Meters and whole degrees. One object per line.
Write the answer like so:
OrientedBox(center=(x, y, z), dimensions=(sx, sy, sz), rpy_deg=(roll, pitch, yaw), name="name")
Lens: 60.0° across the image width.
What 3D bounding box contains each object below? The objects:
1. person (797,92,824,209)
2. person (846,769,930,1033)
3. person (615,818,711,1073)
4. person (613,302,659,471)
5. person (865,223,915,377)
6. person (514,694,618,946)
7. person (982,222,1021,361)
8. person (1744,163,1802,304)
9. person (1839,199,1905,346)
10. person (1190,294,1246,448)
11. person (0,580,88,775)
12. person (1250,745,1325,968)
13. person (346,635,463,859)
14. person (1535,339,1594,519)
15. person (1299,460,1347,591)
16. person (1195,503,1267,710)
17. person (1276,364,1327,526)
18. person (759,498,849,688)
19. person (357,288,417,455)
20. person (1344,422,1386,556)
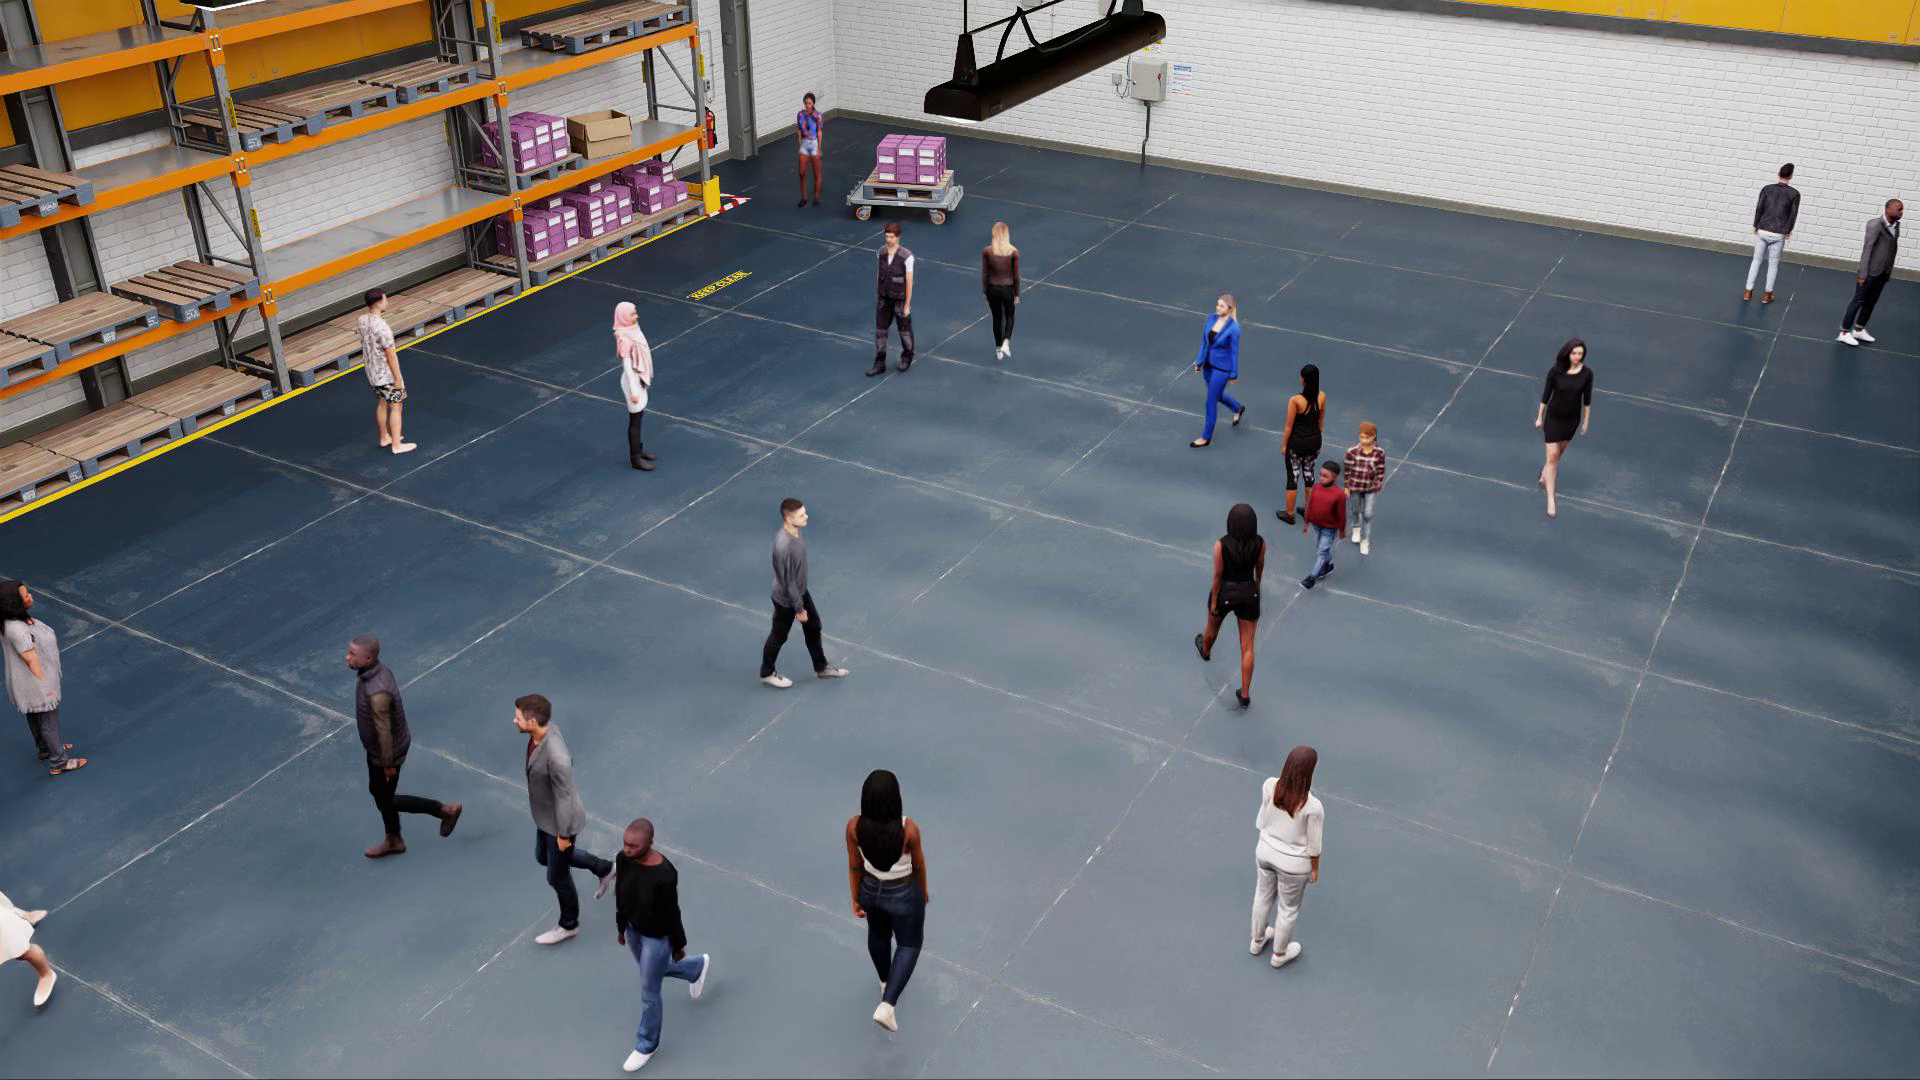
OrientedBox(center=(-2.224, -5.945, 25.280), dimensions=(0.711, 1.730, 0.814), rpy_deg=(7, 29, 12), name="person")
OrientedBox(center=(-0.452, 2.240, 10.213), dimensions=(0.767, 1.789, 1.051), rpy_deg=(8, 30, 14), name="person")
OrientedBox(center=(-1.828, 2.342, 10.089), dimensions=(0.638, 1.729, 1.048), rpy_deg=(17, 33, 28), name="person")
OrientedBox(center=(-3.385, -1.611, 17.258), dimensions=(0.786, 1.803, 0.685), rpy_deg=(0, 29, 1), name="person")
OrientedBox(center=(-0.704, -2.848, 19.500), dimensions=(0.673, 1.827, 0.933), rpy_deg=(14, 31, 23), name="person")
OrientedBox(center=(-2.580, 1.799, 10.957), dimensions=(1.080, 1.851, 0.969), rpy_deg=(-17, 33, -28), name="person")
OrientedBox(center=(0.470, -2.914, 19.765), dimensions=(0.762, 1.690, 0.849), rpy_deg=(3, 29, 6), name="person")
OrientedBox(center=(10.539, -3.986, 21.578), dimensions=(0.675, 1.836, 0.584), rpy_deg=(20, 34, 32), name="person")
OrientedBox(center=(11.158, -3.297, 20.336), dimensions=(0.745, 1.814, 0.859), rpy_deg=(-13, 31, -22), name="person")
OrientedBox(center=(2.827, -1.839, 17.808), dimensions=(1.169, 1.677, 0.926), rpy_deg=(-18, 34, -30), name="person")
OrientedBox(center=(-7.051, 1.025, 12.628), dimensions=(0.692, 1.610, 0.719), rpy_deg=(25, 37, 38), name="person")
OrientedBox(center=(2.088, 2.033, 10.699), dimensions=(0.636, 1.687, 0.596), rpy_deg=(21, 35, 33), name="person")
OrientedBox(center=(-3.943, 1.444, 11.638), dimensions=(1.093, 1.821, 0.991), rpy_deg=(-13, 31, -22), name="person")
OrientedBox(center=(5.955, -1.169, 16.498), dimensions=(0.936, 1.755, 1.219), rpy_deg=(3, 29, 5), name="person")
OrientedBox(center=(3.379, -0.168, 15.217), dimensions=(0.918, 1.225, 0.684), rpy_deg=(-23, 36, -36), name="person")
OrientedBox(center=(2.251, 0.559, 13.403), dimensions=(1.112, 1.685, 1.248), rpy_deg=(-4, 29, -8), name="person")
OrientedBox(center=(3.347, -0.946, 16.186), dimensions=(0.625, 1.662, 0.716), rpy_deg=(-12, 31, -21), name="person")
OrientedBox(center=(-1.470, 0.446, 13.559), dimensions=(0.928, 1.734, 1.004), rpy_deg=(4, 29, 7), name="person")
OrientedBox(center=(-6.113, -1.788, 17.576), dimensions=(0.714, 1.809, 0.630), rpy_deg=(21, 35, 34), name="person")
OrientedBox(center=(3.839, -0.559, 15.872), dimensions=(0.655, 1.283, 0.828), rpy_deg=(7, 29, 12), name="person")
